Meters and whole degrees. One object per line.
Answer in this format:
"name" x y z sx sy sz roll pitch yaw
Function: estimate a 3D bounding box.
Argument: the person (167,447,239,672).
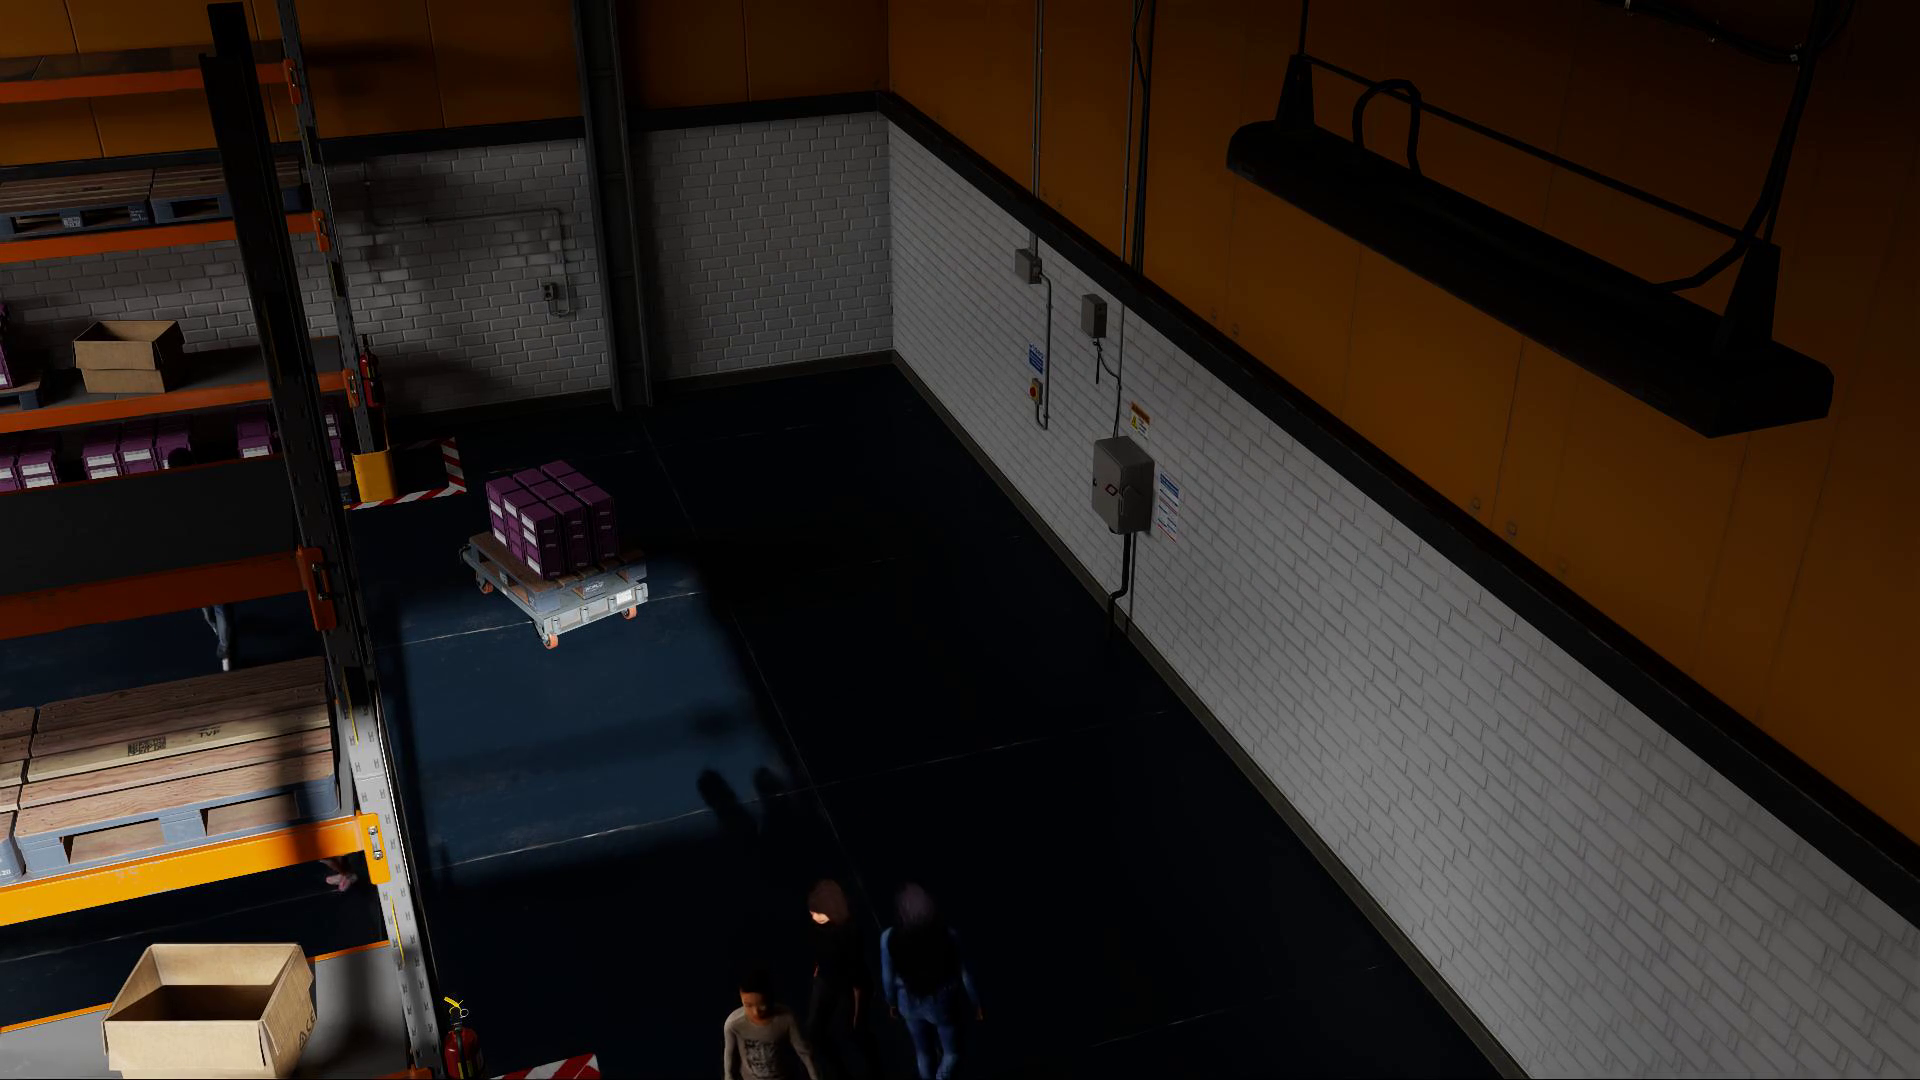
"person" -5.881 0.184 12.948 1.077 1.771 0.716 -10 30 -18

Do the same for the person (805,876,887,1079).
"person" -0.587 2.392 9.068 0.782 1.610 0.826 21 35 34

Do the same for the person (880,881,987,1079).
"person" -0.179 2.510 8.767 0.881 1.690 0.939 8 30 15

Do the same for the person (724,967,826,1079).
"person" -1.002 2.729 8.638 0.938 1.429 0.788 -8 30 -15
